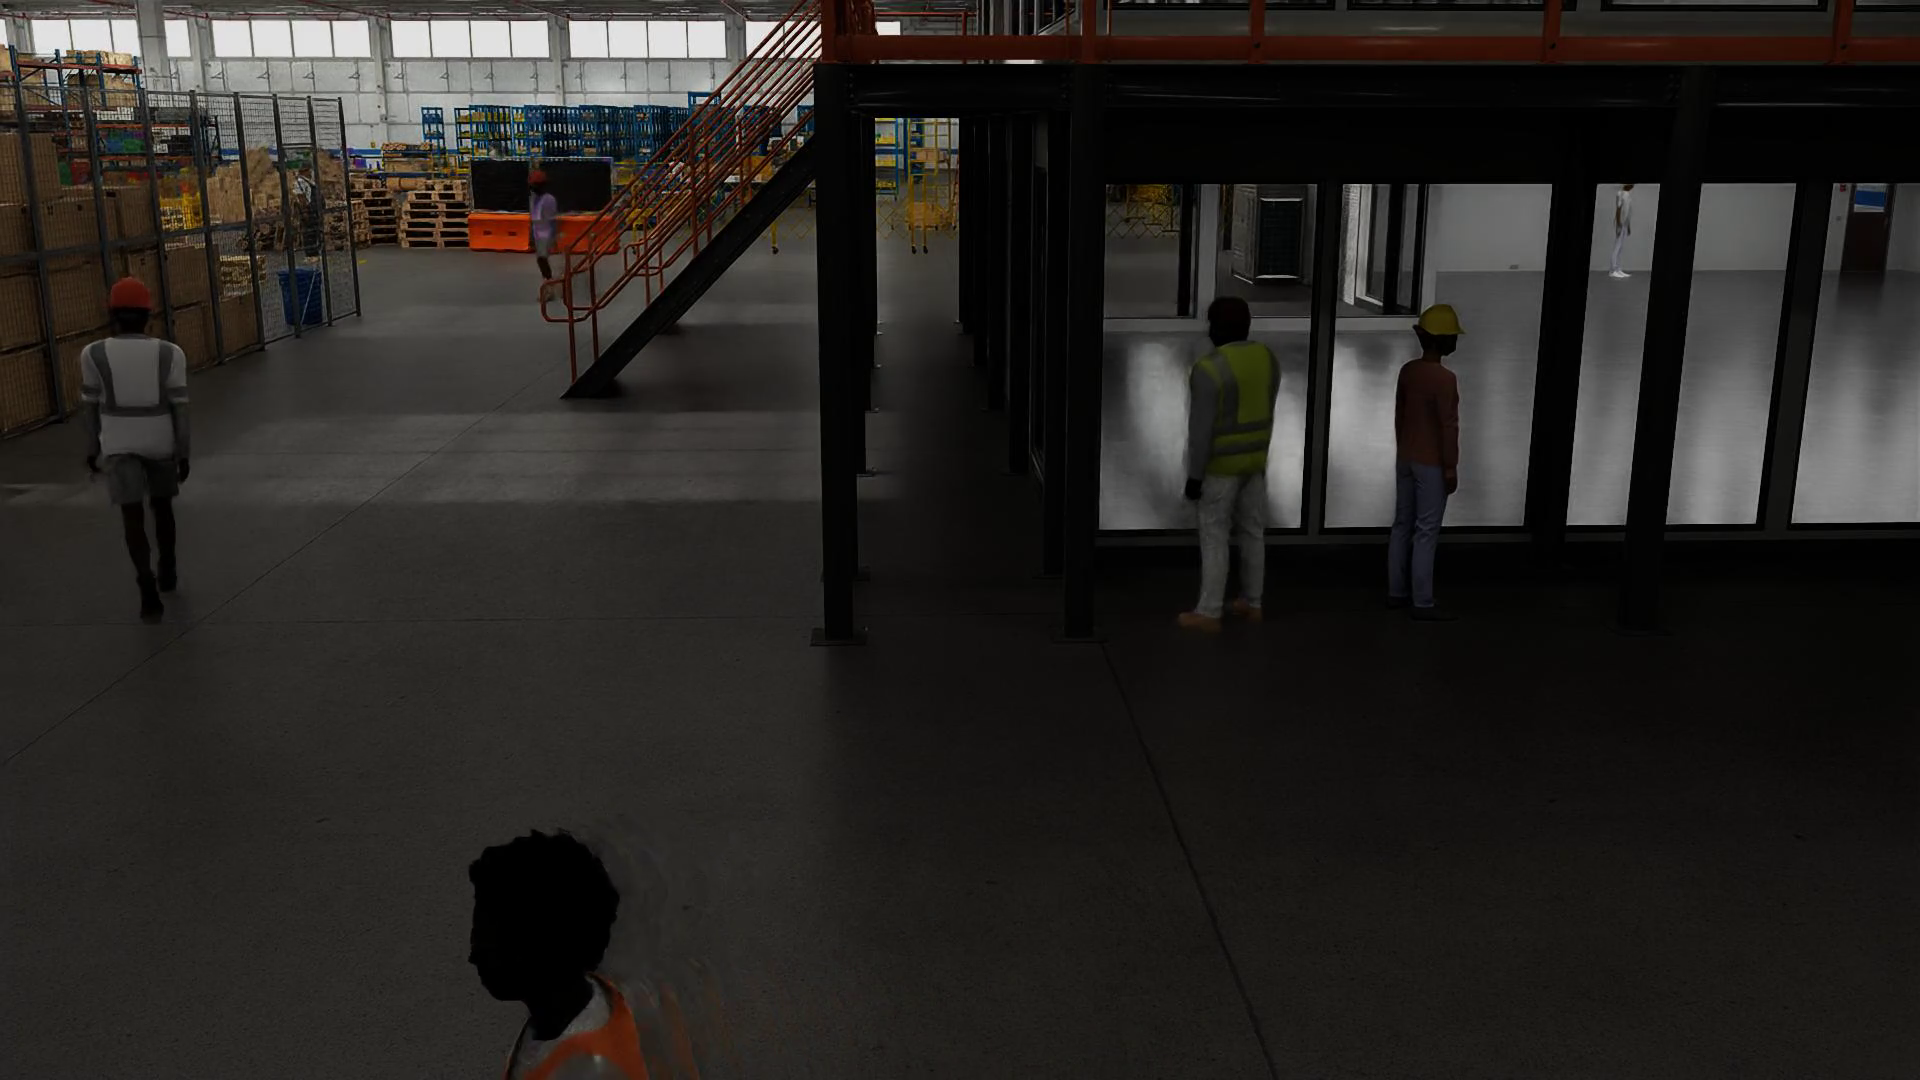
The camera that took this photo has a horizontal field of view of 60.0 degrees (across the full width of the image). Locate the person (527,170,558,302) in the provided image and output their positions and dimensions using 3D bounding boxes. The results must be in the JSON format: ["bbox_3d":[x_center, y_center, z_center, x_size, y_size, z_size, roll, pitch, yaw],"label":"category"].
[{"bbox_3d":[-6.543,-4.707,25.864,0.636,2.029,0.524,14,19,43],"label":"person"}]

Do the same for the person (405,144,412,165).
[{"bbox_3d":[-27.016,-18.531,81.602,0.958,1.805,0.591,-4,15,-16],"label":"person"}]

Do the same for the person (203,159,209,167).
[{"bbox_3d":[-29.958,-14.710,66.094,0.457,1.925,0.615,-3,14,-12],"label":"person"}]

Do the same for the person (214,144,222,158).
[{"bbox_3d":[-39.618,-20.283,88.746,0.662,1.719,0.492,8,16,28],"label":"person"}]

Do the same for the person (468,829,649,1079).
[{"bbox_3d":[-0.616,1.268,2.756,0.869,1.650,0.538,-5,15,-18],"label":"person"}]

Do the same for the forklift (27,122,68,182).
[{"bbox_3d":[-35.376,-14.773,64.377,1.129,2.768,1.873,-1,14,-2],"label":"forklift"}]

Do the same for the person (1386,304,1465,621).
[{"bbox_3d":[2.621,-0.432,9.319,0.314,1.769,0.524,-4,15,-17],"label":"person"}]

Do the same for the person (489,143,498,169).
[{"bbox_3d":[-21.361,-17.268,76.388,0.862,1.881,0.647,-1,14,-4],"label":"person"}]

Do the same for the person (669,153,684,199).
[{"bbox_3d":[-8.905,-11.280,52.467,0.511,1.872,0.329,-8,16,-29],"label":"person"}]

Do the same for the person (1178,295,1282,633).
[{"bbox_3d":[1.461,-0.414,9.104,0.634,1.839,0.429,-12,18,-39],"label":"person"}]

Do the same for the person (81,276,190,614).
[{"bbox_3d":[-4.689,-0.547,9.527,0.555,1.904,0.961,-7,16,-28],"label":"person"}]

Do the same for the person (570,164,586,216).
[{"bbox_3d":[-9.657,-8.549,41.787,0.444,1.758,0.525,3,14,12],"label":"person"}]

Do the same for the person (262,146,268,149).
[{"bbox_3d":[-31.031,-16.704,74.331,0.942,1.790,0.590,0,14,1],"label":"person"}]

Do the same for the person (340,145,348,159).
[{"bbox_3d":[-30.582,-18.748,82.552,0.335,1.749,0.575,4,15,14],"label":"person"}]

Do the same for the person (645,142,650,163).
[{"bbox_3d":[-17.240,-21.218,92.283,0.553,1.817,0.597,-3,14,-13],"label":"person"}]

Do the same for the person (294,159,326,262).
[{"bbox_3d":[-13.132,-6.674,33.709,0.538,2.000,0.687,-1,14,-3],"label":"person"}]

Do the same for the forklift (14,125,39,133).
[{"bbox_3d":[-37.654,-15.517,67.350,1.129,2.768,1.873,-1,14,-2],"label":"forklift"}]

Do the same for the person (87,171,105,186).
[{"bbox_3d":[-16.042,-5.981,31.216,0.934,1.897,0.648,6,15,21],"label":"person"}]
